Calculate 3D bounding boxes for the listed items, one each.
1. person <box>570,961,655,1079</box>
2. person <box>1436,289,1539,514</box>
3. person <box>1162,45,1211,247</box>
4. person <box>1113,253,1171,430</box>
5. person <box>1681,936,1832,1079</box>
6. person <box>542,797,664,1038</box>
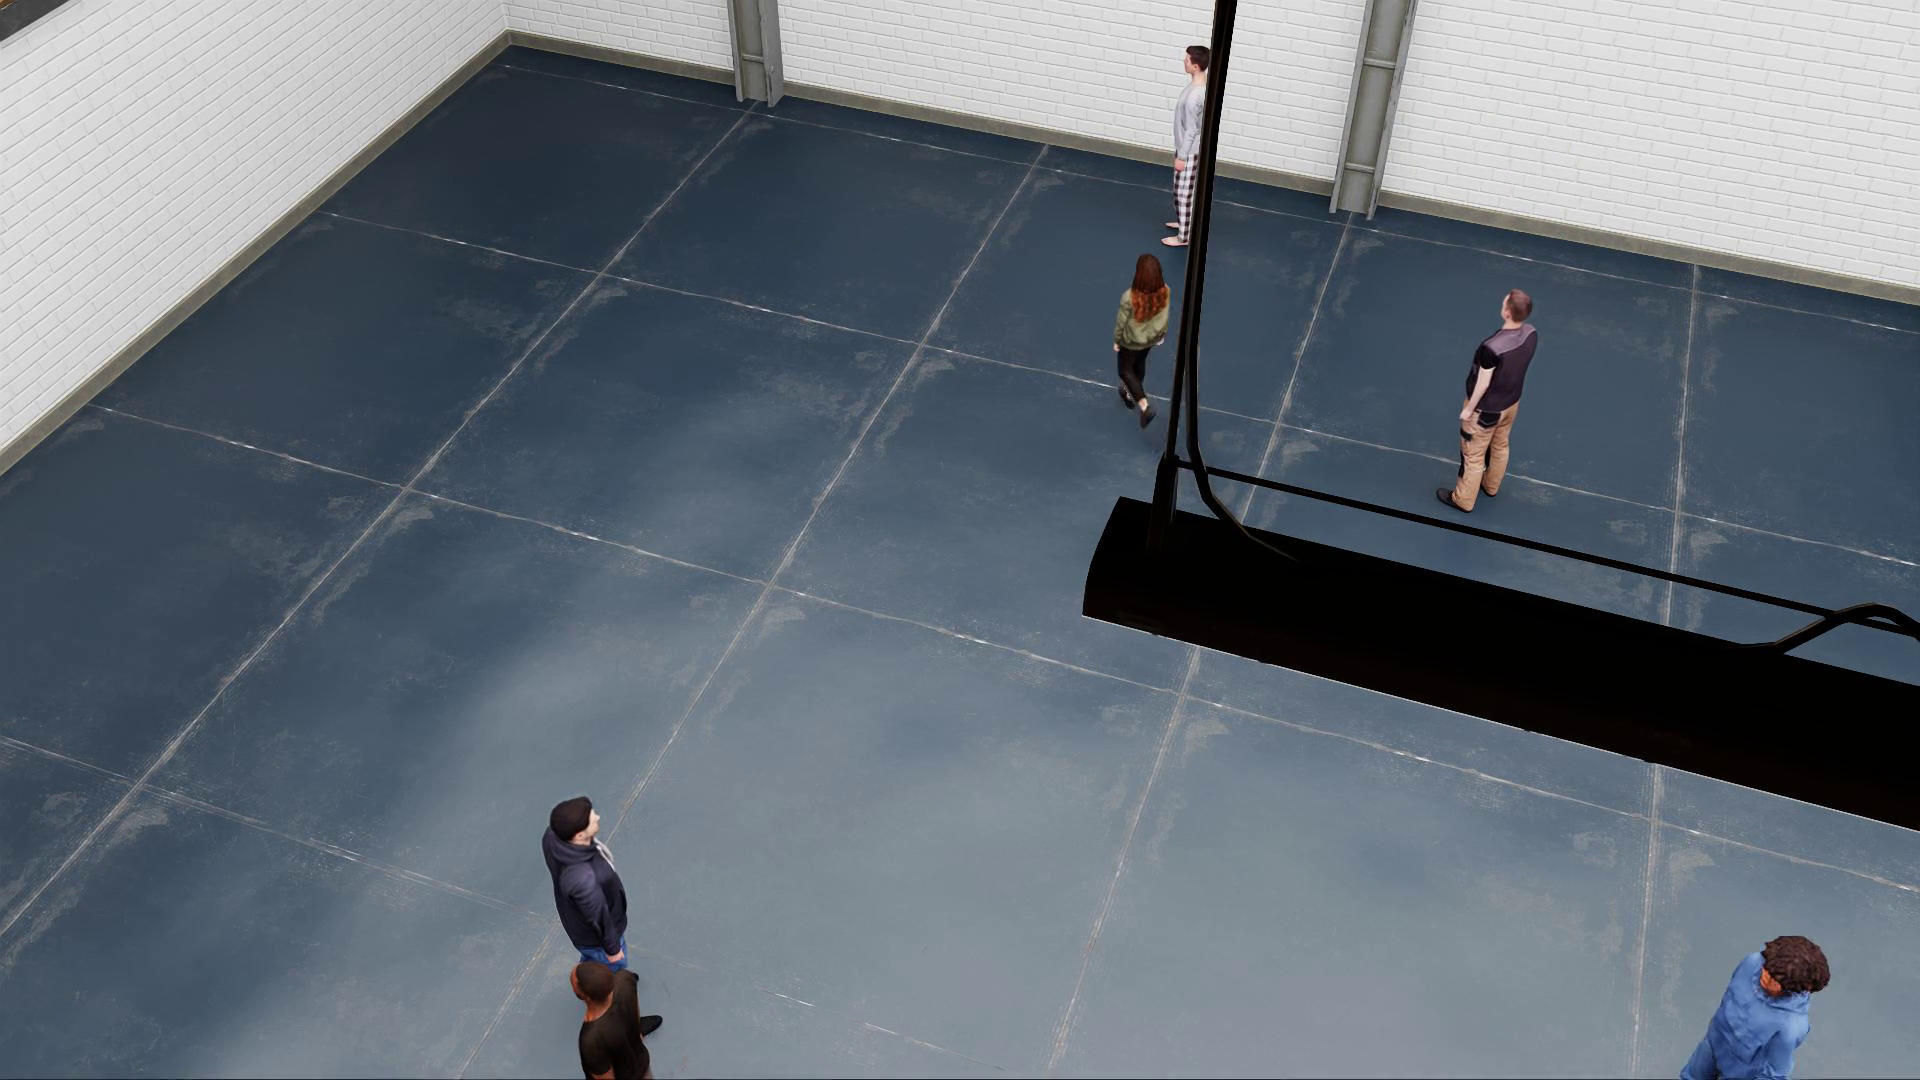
[{"bbox_3d":[-1.644,2.582,8.084,0.549,1.804,0.661,10,44,10],"label":"person"},{"bbox_3d":[3.792,-0.990,11.808,0.774,1.841,0.795,-26,49,-25],"label":"person"},{"bbox_3d":[1.989,-3.396,14.328,0.535,1.847,0.629,12,45,12],"label":"person"},{"bbox_3d":[1.385,-1.493,12.611,0.899,1.460,0.951,-16,46,-16],"label":"person"},{"bbox_3d":[3.927,2.509,8.175,1.080,1.786,0.921,-2,44,-2],"label":"person"},{"bbox_3d":[-1.917,1.976,8.655,0.820,1.894,0.727,-24,49,-23],"label":"person"}]
